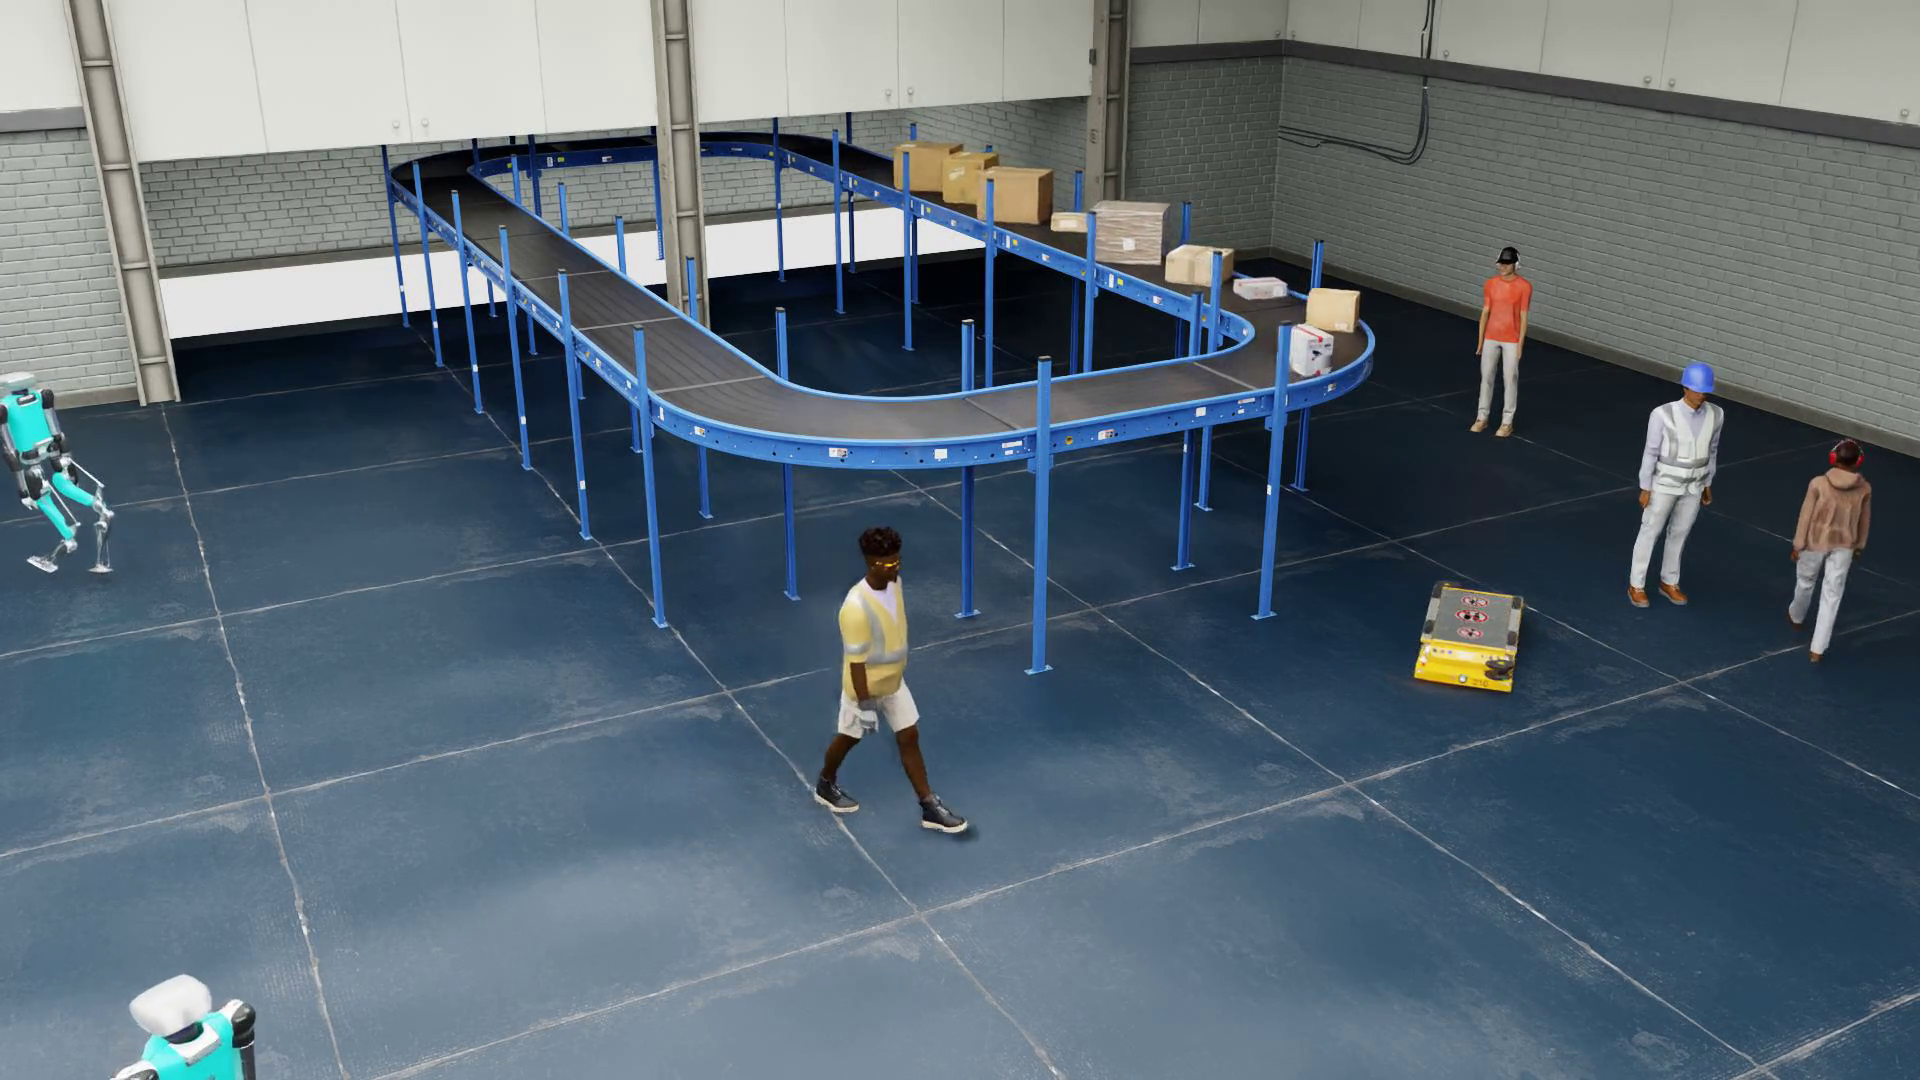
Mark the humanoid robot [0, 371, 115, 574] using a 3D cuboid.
[{"bbox_3d":[-7.039,-0.441,13.044,1.027,1.733,0.535,9,24,21],"label":"humanoid robot"}]

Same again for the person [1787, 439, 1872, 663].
[{"bbox_3d":[6.271,0.034,11.999,0.491,1.598,0.883,8,23,18],"label":"person"}]

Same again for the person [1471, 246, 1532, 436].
[{"bbox_3d":[5.392,-1.979,16.600,0.473,1.908,0.417,15,26,32],"label":"person"}]

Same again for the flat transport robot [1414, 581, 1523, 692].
[{"bbox_3d":[3.737,0.690,12.169,0.659,0.231,1.431,8,23,18],"label":"flat transport robot"}]

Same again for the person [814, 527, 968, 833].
[{"bbox_3d":[-0.475,0.812,9.685,1.024,1.907,0.618,11,25,26],"label":"person"}]

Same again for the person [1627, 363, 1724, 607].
[{"bbox_3d":[5.470,-0.420,12.676,0.611,1.945,0.404,-4,22,-9],"label":"person"}]

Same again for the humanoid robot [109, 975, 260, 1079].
[{"bbox_3d":[-2.903,2.370,6.147,0.705,1.858,0.533,12,25,27],"label":"humanoid robot"}]
